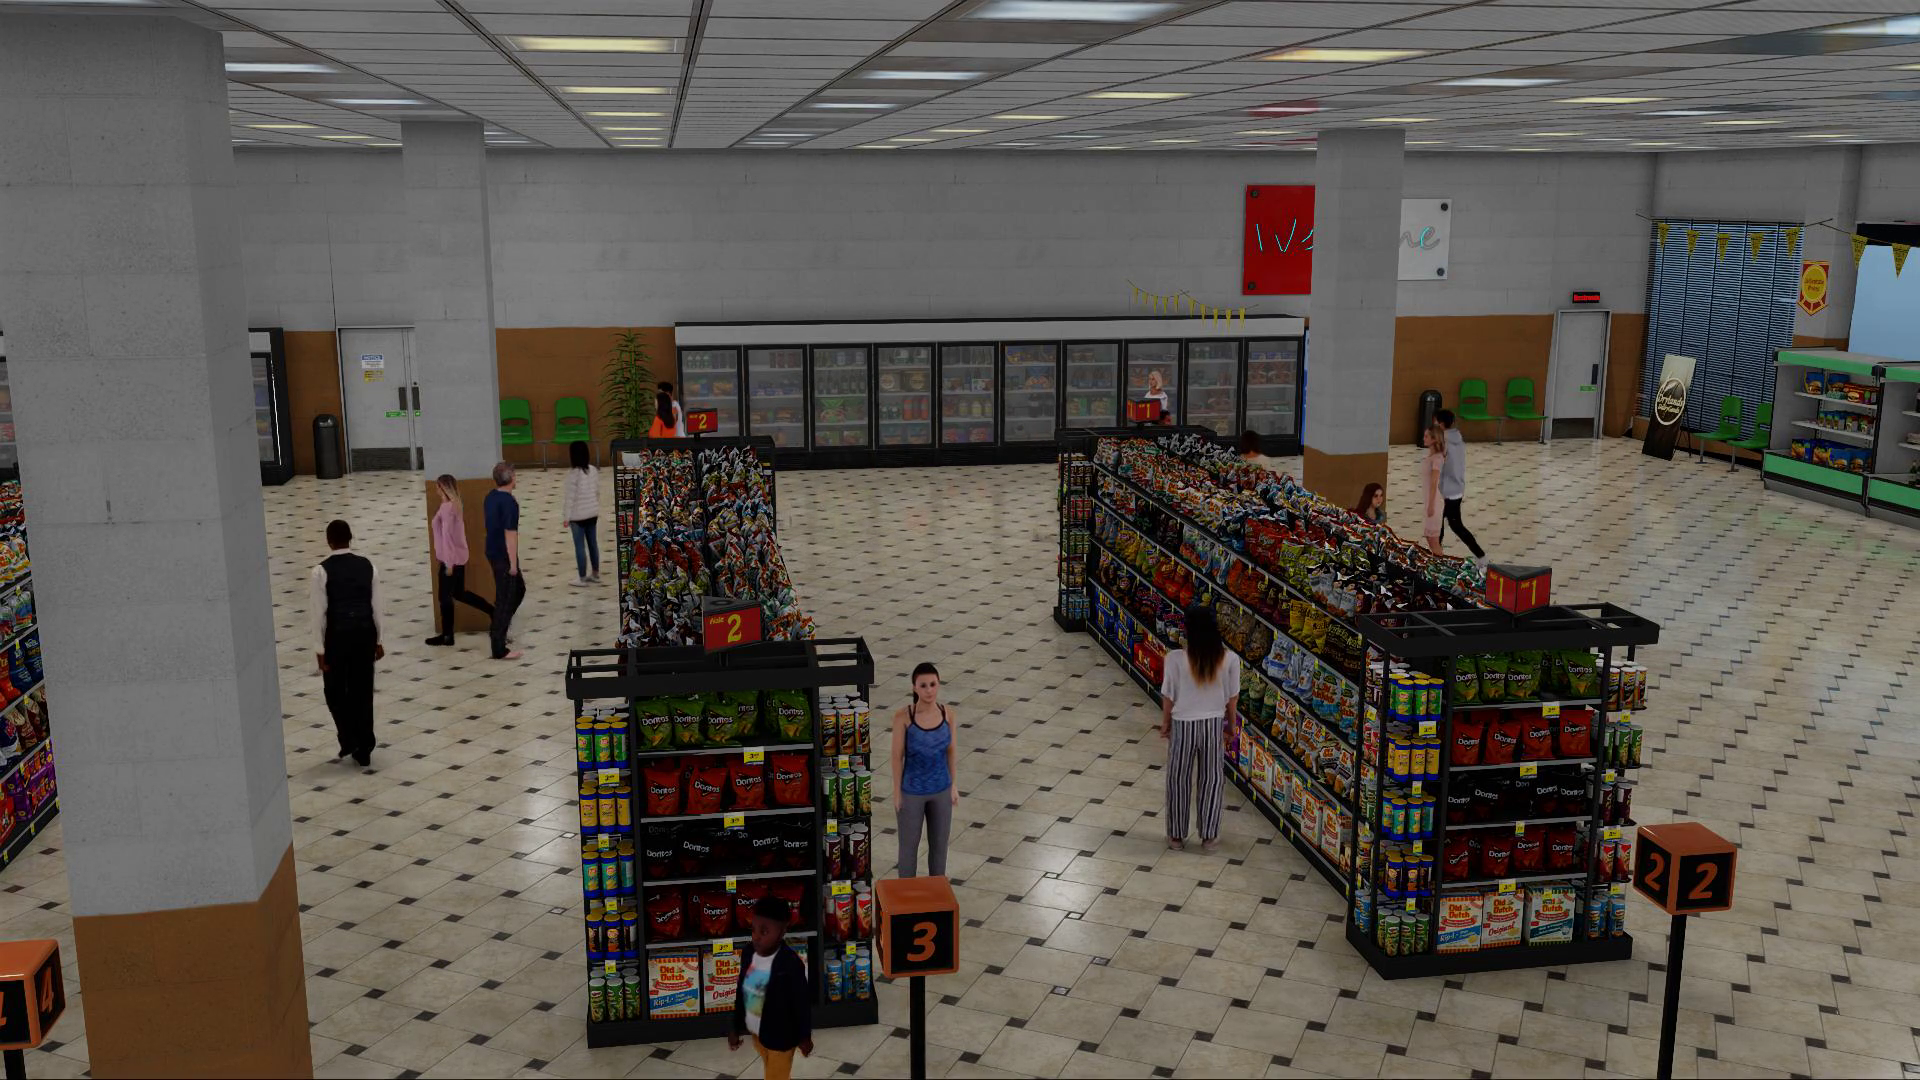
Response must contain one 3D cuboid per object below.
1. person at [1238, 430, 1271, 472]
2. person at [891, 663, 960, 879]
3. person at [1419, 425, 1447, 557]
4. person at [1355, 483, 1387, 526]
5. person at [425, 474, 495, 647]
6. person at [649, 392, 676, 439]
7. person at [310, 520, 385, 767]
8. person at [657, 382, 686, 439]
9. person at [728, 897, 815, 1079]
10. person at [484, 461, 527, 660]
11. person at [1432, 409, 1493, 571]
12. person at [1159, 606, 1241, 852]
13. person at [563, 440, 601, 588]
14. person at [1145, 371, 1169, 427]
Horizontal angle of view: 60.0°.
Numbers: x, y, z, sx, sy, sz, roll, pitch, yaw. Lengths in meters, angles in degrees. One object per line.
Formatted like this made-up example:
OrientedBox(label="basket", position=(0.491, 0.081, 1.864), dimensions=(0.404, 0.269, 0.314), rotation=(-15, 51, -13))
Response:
OrientedBox(label="person", position=(3.331, -0.422, 19.098), dimensions=(0.734, 1.676, 0.748), rotation=(2, 12, 12))
OrientedBox(label="person", position=(-0.212, 1.518, 10.047), dimensions=(0.598, 1.610, 0.587), rotation=(-4, 13, -19))
OrientedBox(label="person", position=(5.272, -0.366, 18.468), dimensions=(0.685, 1.826, 0.558), rotation=(2, 12, 8))
OrientedBox(label="person", position=(3.789, 0.281, 15.724), dimensions=(0.697, 1.692, 0.686), rotation=(-5, 13, -24))
OrientedBox(label="person", position=(-4.841, 0.196, 16.190), dimensions=(0.658, 1.666, 0.898), rotation=(-3, 12, -13))
OrientedBox(label="person", position=(-3.875, -1.092, 22.146), dimensions=(0.950, 1.732, 1.026), rotation=(3, 12, 16))
OrientedBox(label="person", position=(-4.646, 0.808, 12.691), dimensions=(0.822, 1.910, 0.835), rotation=(-7, 14, -29))
OrientedBox(label="person", position=(-3.887, -1.299, 23.129), dimensions=(0.756, 1.732, 0.968), rotation=(-2, 12, -7))
OrientedBox(label="person", position=(-0.808, 2.204, 7.644), dimensions=(0.649, 1.258, 0.711), rotation=(10, 15, 39))
OrientedBox(label="person", position=(-4.398, 0.187, 15.801), dimensions=(0.899, 1.844, 0.794), rotation=(-6, 13, -25))
OrientedBox(label="person", position=(5.734, -0.527, 19.119), dimensions=(1.299, 1.872, 1.219), rotation=(9, 15, 37))
OrientedBox(label="person", position=(1.585, 1.252, 11.138), dimensions=(0.734, 1.681, 0.675), rotation=(1, 12, 6))
OrientedBox(label="person", position=(-4.214, -0.304, 18.641), dimensions=(0.776, 1.635, 0.693), rotation=(6, 13, 27))
OrientedBox(label="person", position=(2.915, -1.639, 24.706), dimensions=(0.620, 1.748, 0.705), rotation=(11, 16, 43))
